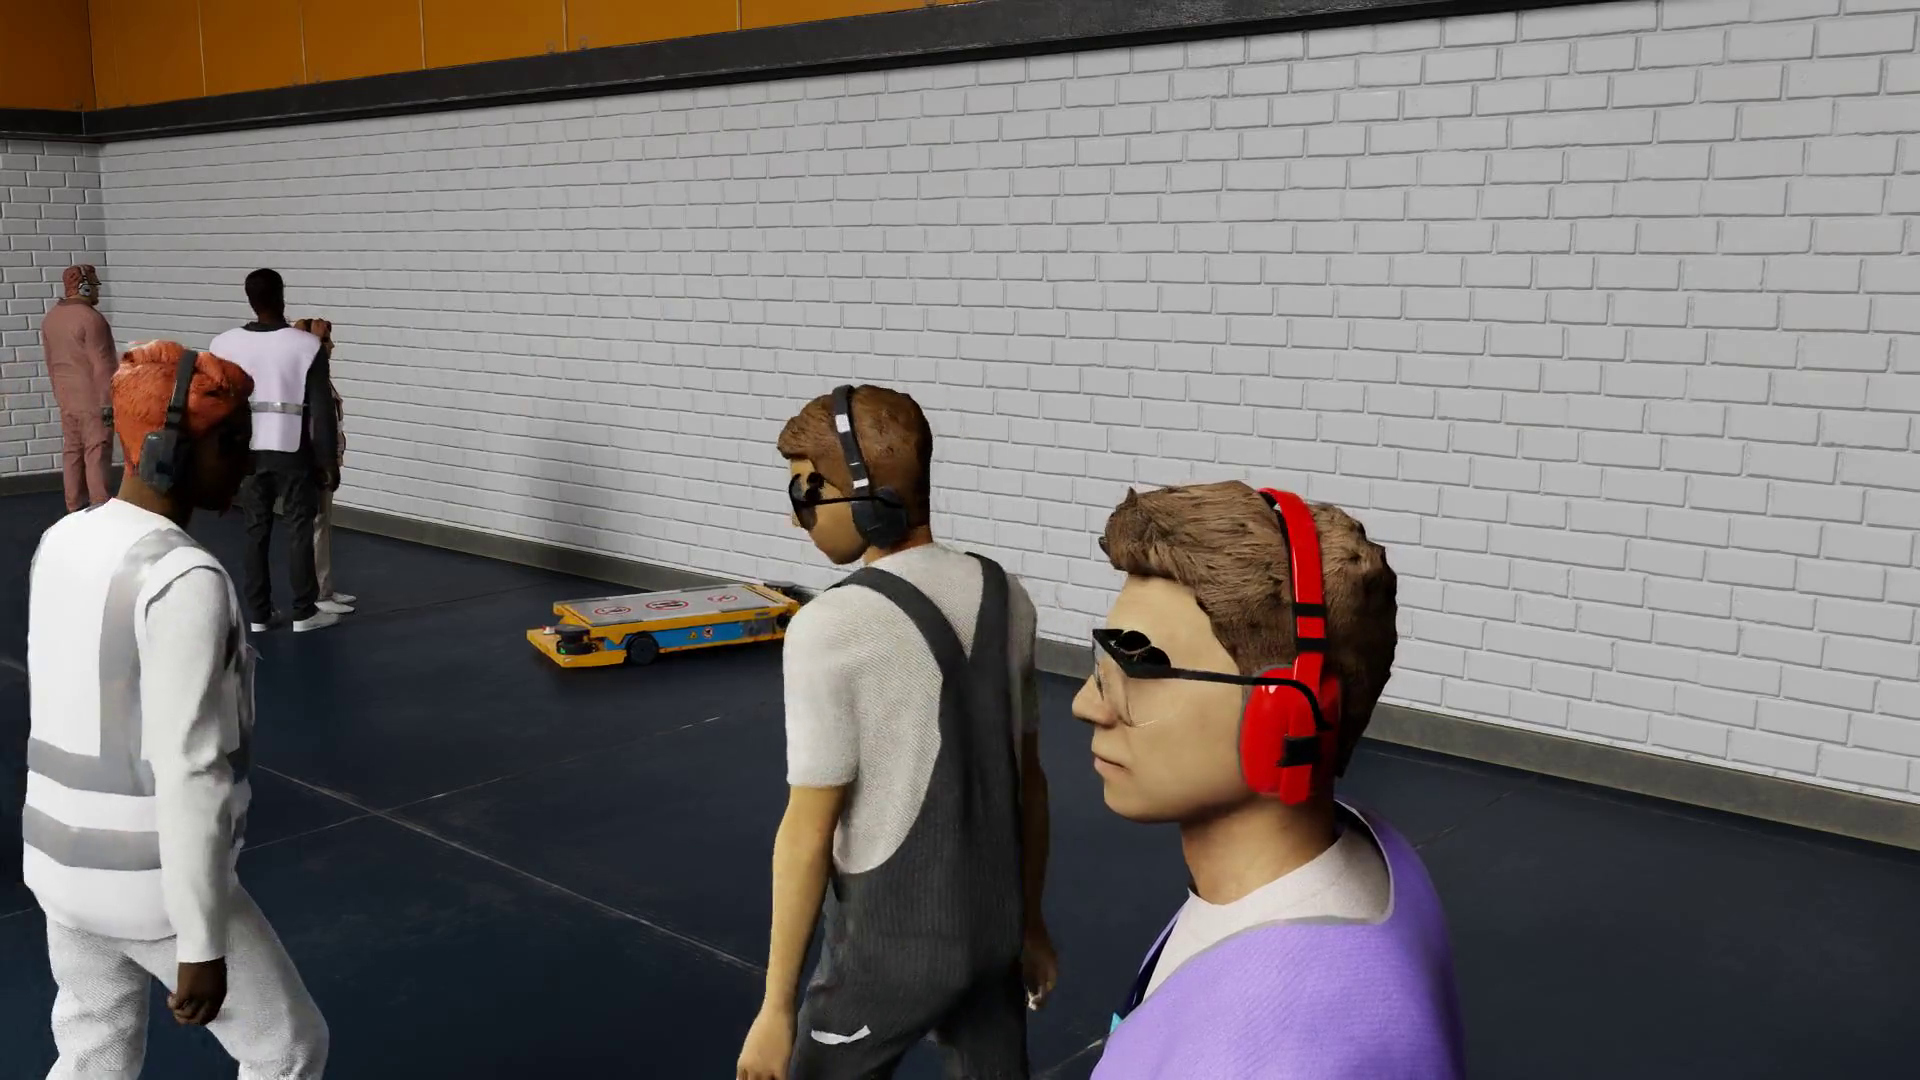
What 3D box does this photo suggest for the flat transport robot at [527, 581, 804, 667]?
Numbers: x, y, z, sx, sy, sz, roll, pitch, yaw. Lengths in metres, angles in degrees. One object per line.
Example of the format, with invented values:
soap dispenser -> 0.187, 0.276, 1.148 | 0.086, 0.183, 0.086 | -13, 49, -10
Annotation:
flat transport robot -> -1.413, 0.412, 8.469 | 1.431, 0.197, 0.652 | -6, 11, -29

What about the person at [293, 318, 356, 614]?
person -> -3.571, -0.411, 9.260 | 0.308, 1.641, 0.514 | -3, 10, -17

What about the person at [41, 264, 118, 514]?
person -> -6.205, -1.001, 11.866 | 0.643, 1.908, 0.399 | 6, 12, 32

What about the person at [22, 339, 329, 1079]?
person -> -1.365, 0.585, 2.945 | 0.611, 1.861, 0.662 | 7, 12, 35

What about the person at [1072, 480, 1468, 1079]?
person -> 0.247, 0.867, 1.389 | 0.377, 1.847, 0.569 | 3, 10, 16

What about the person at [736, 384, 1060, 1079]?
person -> -0.083, 0.665, 2.630 | 0.626, 1.815, 0.472 | -10, 14, -43

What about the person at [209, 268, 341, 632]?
person -> -3.588, -0.452, 8.728 | 0.638, 1.912, 0.395 | 0, 10, -3
